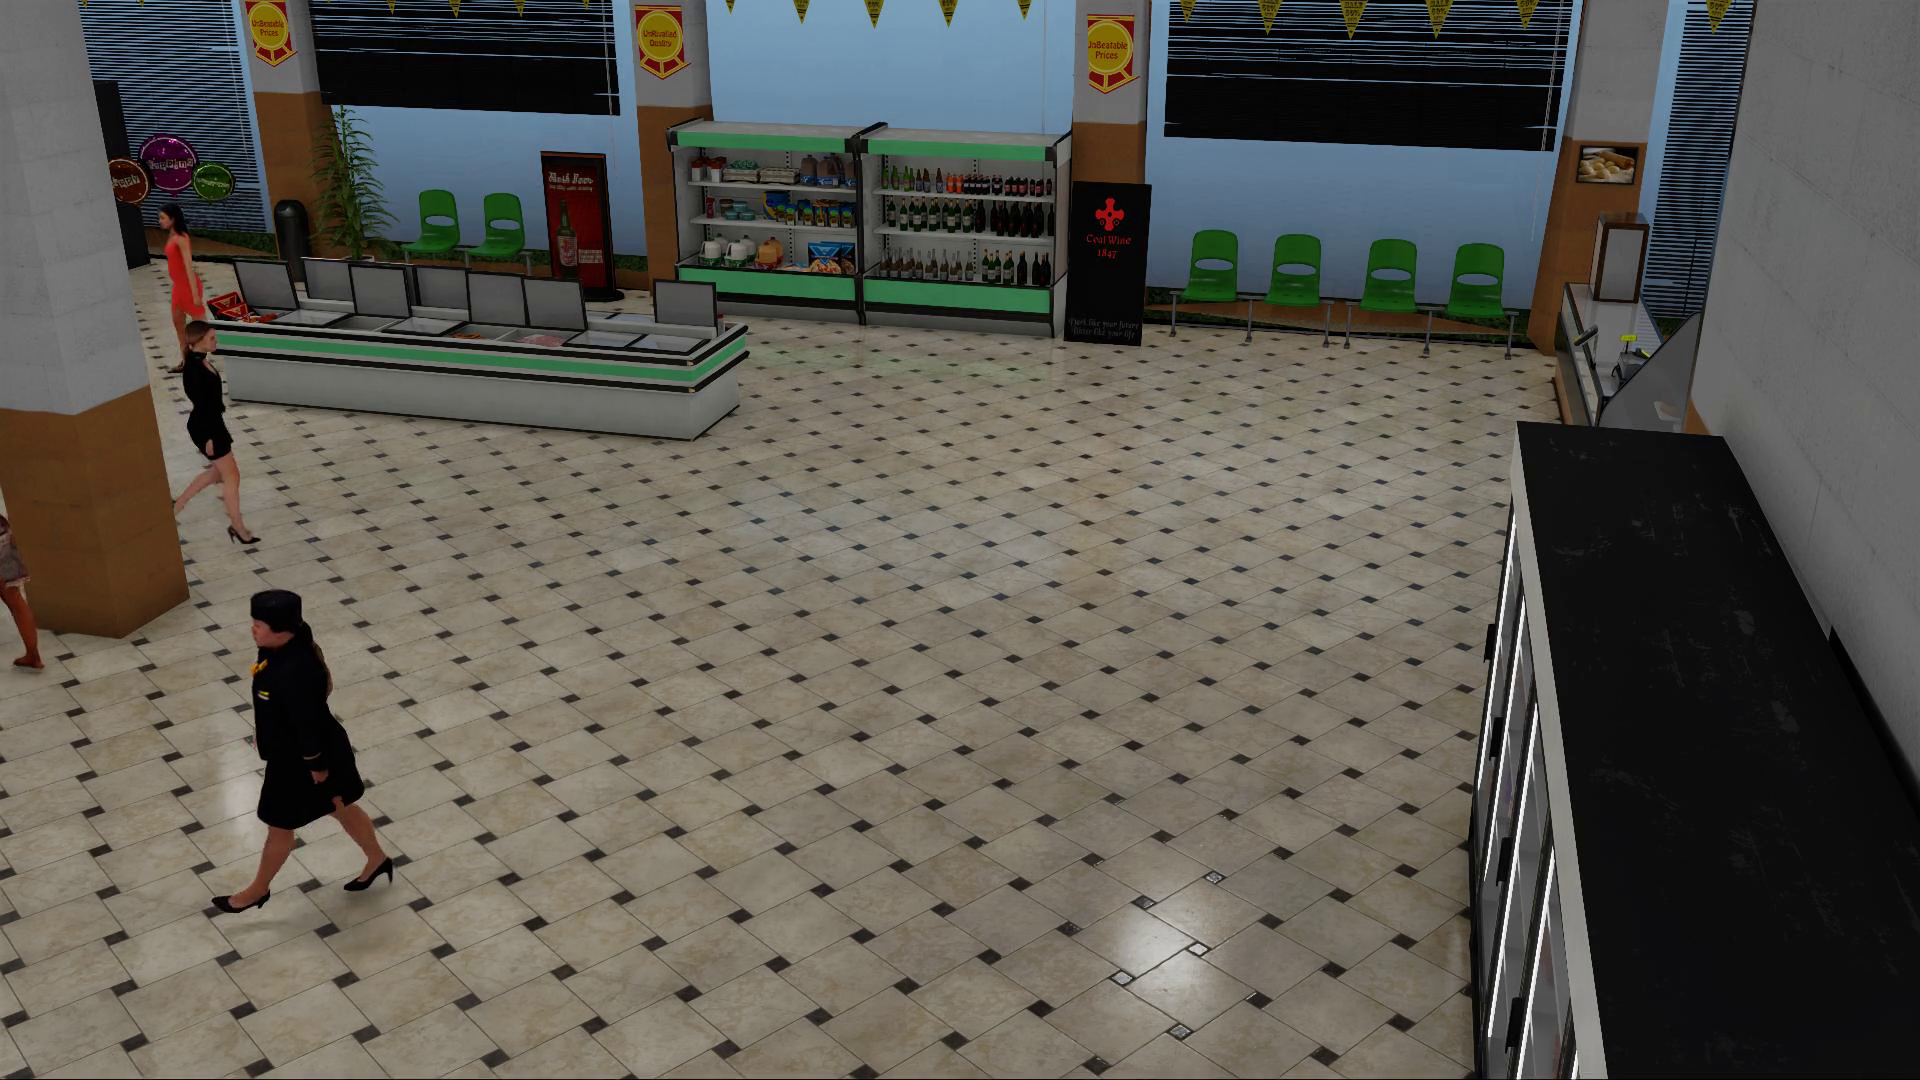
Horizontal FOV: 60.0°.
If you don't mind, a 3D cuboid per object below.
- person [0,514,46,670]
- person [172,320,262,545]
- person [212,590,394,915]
[{"bbox_3d":[-6.016,0.074,10.327,1.160,1.602,0.779,10,24,24],"label":"person"},{"bbox_3d":[-5.563,-0.743,12.173,1.007,1.741,0.897,-9,23,-20],"label":"person"},{"bbox_3d":[-3.037,1.017,7.943,1.181,1.630,1.049,-8,23,-18],"label":"person"}]
